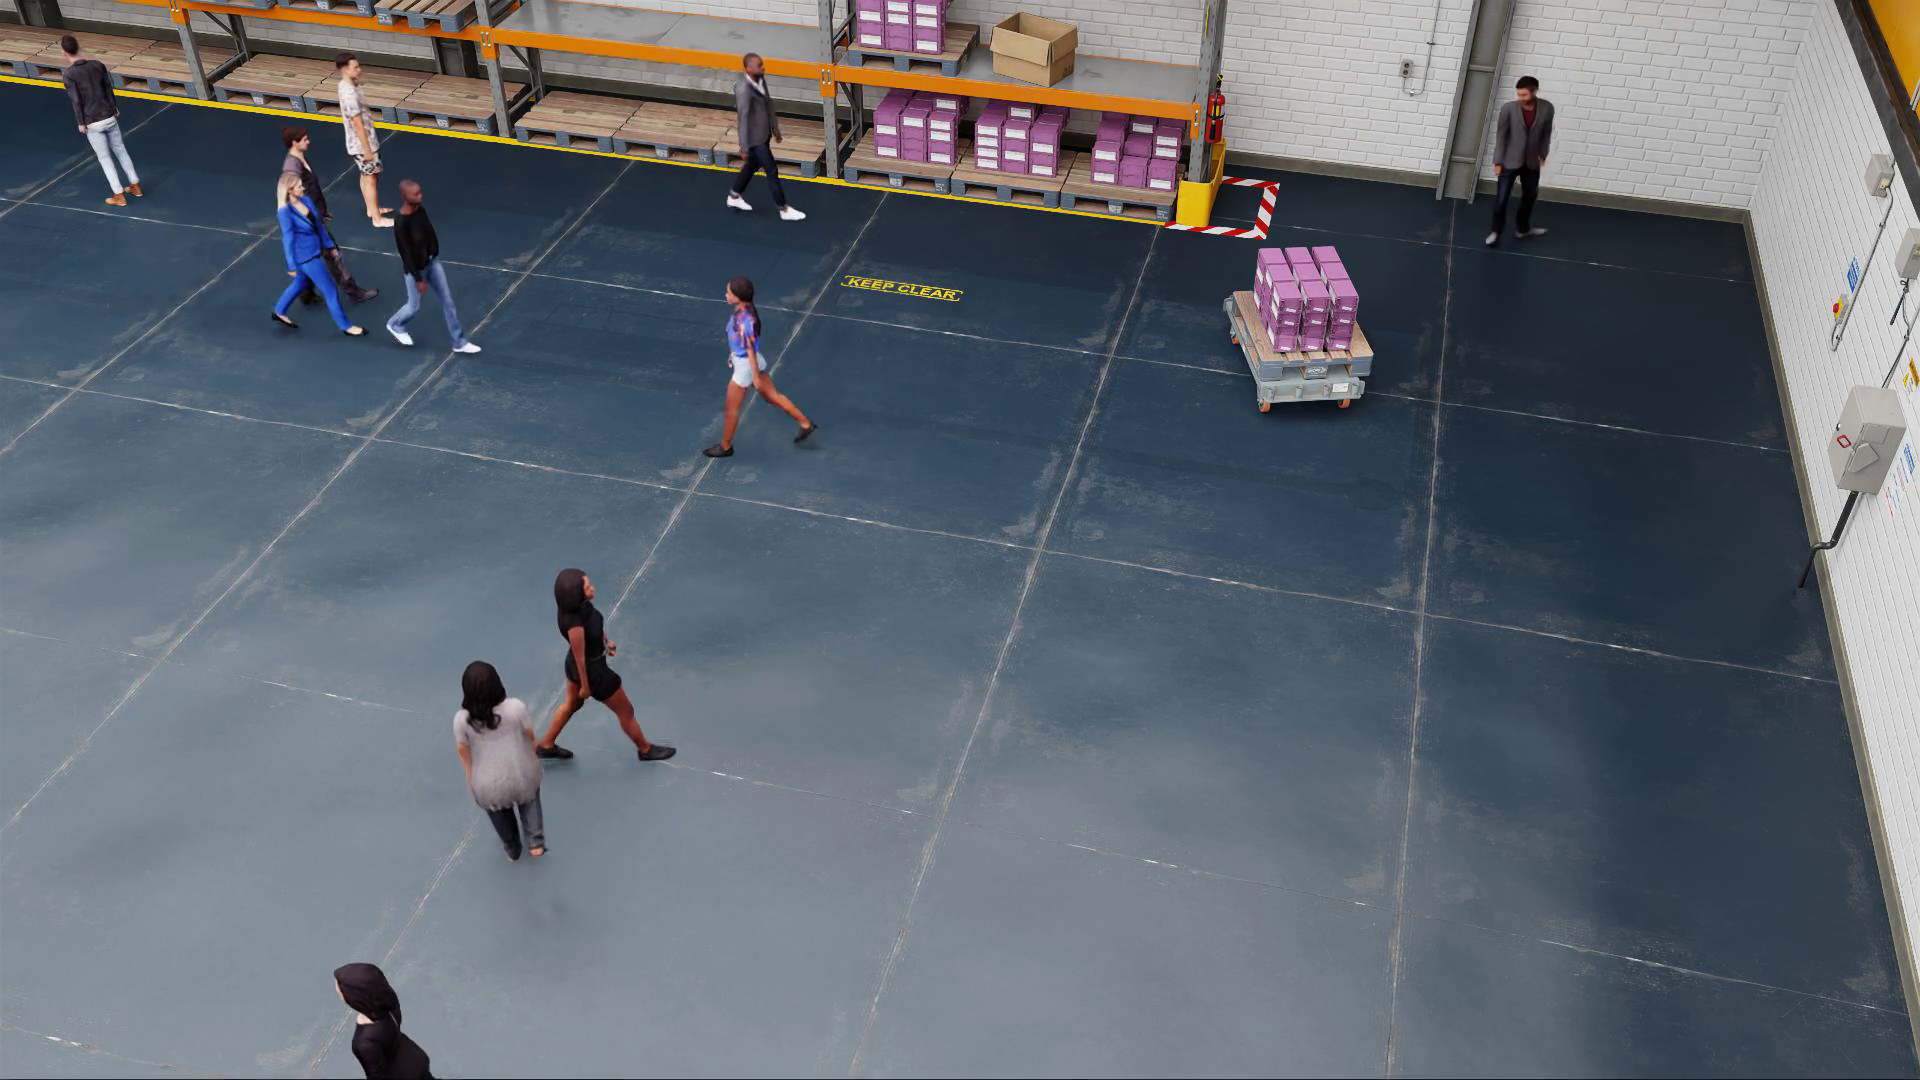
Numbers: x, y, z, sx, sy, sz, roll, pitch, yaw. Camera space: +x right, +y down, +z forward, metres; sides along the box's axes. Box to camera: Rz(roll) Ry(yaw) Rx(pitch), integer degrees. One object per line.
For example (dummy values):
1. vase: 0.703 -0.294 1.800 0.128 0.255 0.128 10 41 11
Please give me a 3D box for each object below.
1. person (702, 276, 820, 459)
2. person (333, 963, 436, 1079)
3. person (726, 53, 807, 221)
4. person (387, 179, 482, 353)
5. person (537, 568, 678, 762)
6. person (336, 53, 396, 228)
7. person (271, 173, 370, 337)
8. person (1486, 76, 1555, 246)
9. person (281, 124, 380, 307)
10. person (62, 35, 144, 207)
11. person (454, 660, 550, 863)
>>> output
1. person: -1.653 -1.415 13.839 1.303 1.701 0.926 -4 39 -6
2. person: -2.770 2.799 8.517 1.146 1.758 0.780 2 39 3
3. person: -2.181 -4.160 17.219 1.116 1.773 0.727 10 40 12
4. person: -4.971 -2.456 15.133 1.164 1.714 0.674 14 41 17
5. person: -2.531 0.881 10.967 1.252 1.699 0.984 -8 39 -10
6. person: -6.183 -4.131 17.149 0.786 1.815 0.751 -16 41 -19
7. person: -6.119 -2.590 15.345 1.213 1.659 0.792 1 39 1
8. person: 5.664 -3.813 16.730 0.709 1.841 1.055 -9 39 -11
9. person: -6.278 -3.030 15.764 1.123 1.823 0.981 -9 39 -11
10. person: -9.050 -4.416 17.490 0.627 1.835 0.701 18 42 21
11. person: -2.845 1.455 10.330 0.803 1.596 0.861 -13 40 -16
